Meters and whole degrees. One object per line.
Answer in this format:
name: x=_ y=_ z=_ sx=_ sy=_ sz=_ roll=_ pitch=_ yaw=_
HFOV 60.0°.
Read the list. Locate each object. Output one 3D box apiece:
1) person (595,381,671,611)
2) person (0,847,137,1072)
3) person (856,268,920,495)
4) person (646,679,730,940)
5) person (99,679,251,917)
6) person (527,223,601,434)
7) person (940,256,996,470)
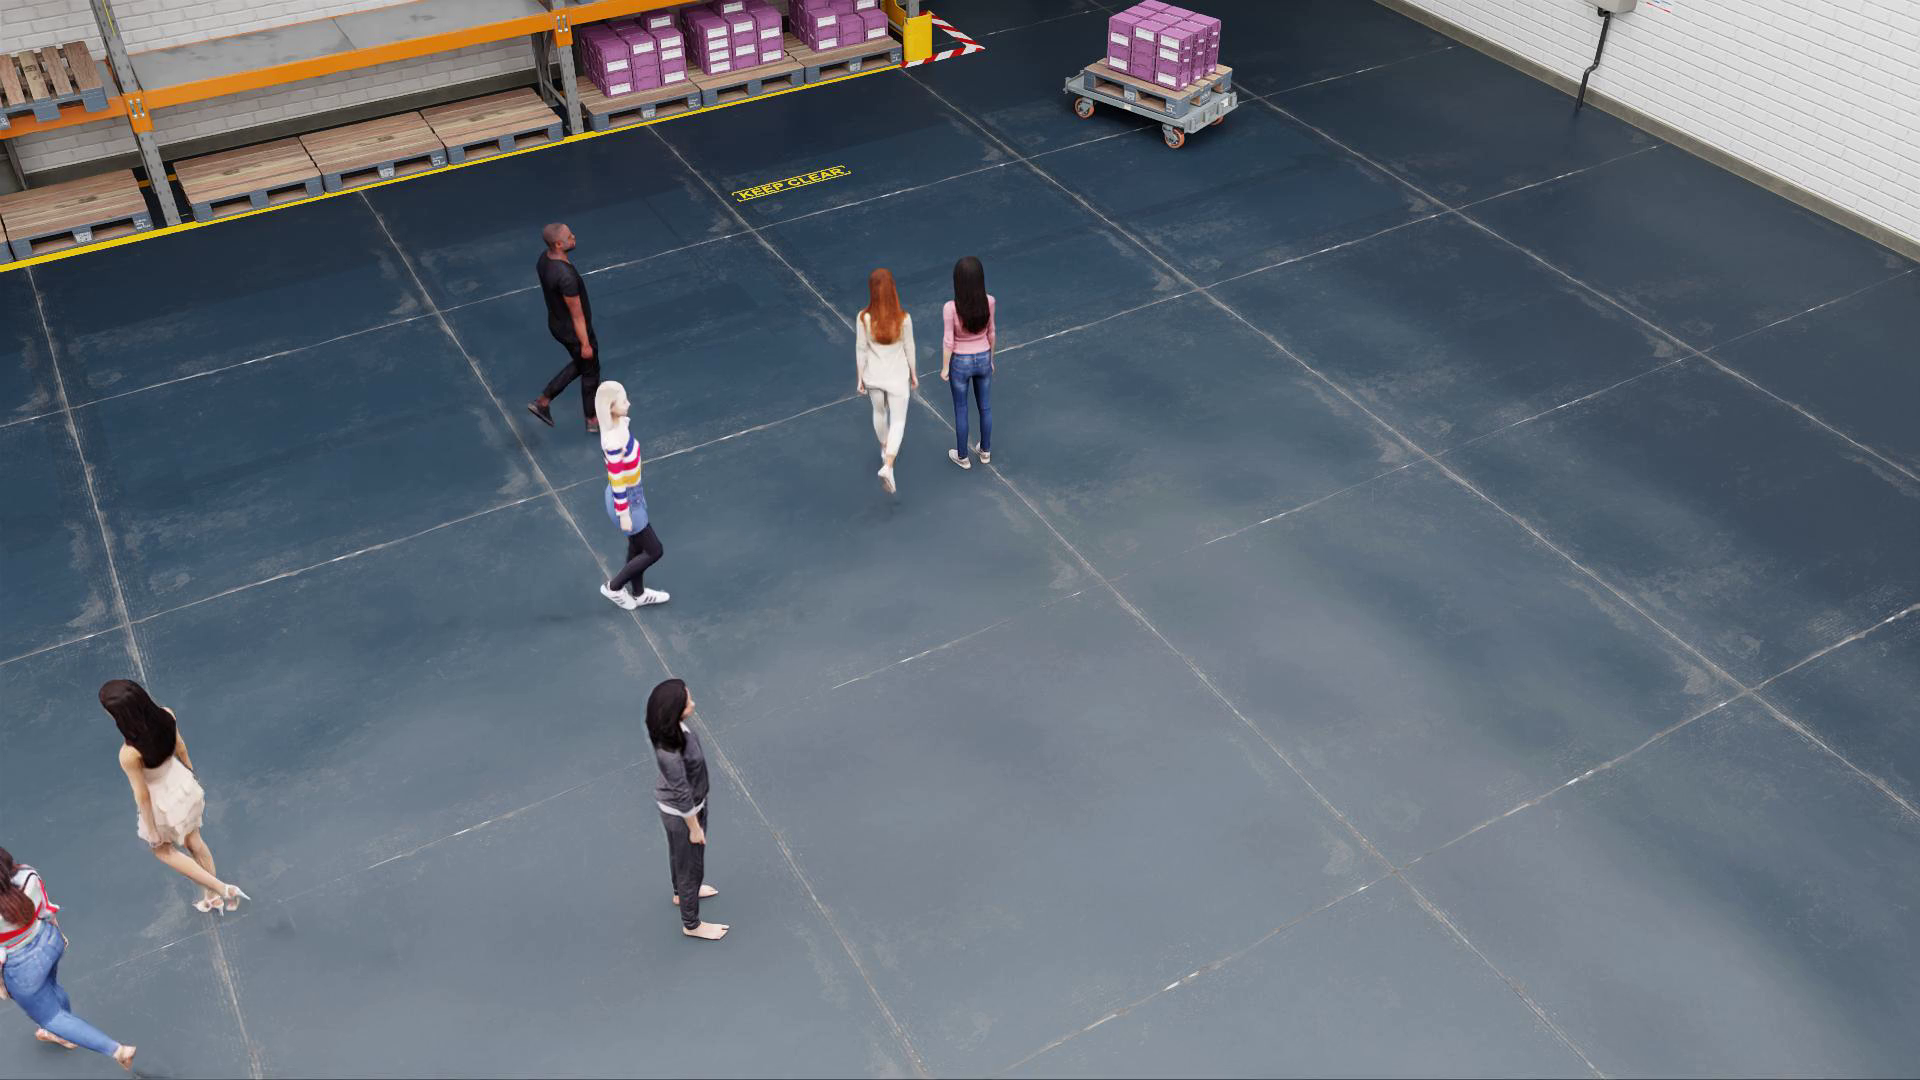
person: x=-2.258 y=-0.251 z=10.879 sx=0.824 sy=1.802 sz=0.788 roll=-4 pitch=39 yaw=-5
person: x=-4.481 y=2.069 z=8.142 sx=1.025 sy=1.592 sz=0.985 roll=11 pitch=40 yaw=14
person: x=-0.544 y=-1.123 z=12.070 sx=1.015 sy=1.678 sz=1.024 roll=5 pitch=39 yaw=6
person: x=-1.476 y=1.409 z=8.830 sx=0.581 sy=1.764 sz=0.643 roll=-11 pitch=40 yaw=-14
person: x=-4.117 y=1.426 z=8.839 sx=0.832 sy=1.726 sz=0.772 roll=11 pitch=40 yaw=13
person: x=-2.981 y=-1.536 z=12.485 sx=0.918 sy=1.804 sz=0.688 roll=-18 pitch=42 yaw=-21
person: x=0.073 y=-1.302 z=12.243 sx=0.504 sy=1.742 sz=0.670 roll=-12 pitch=40 yaw=-15
